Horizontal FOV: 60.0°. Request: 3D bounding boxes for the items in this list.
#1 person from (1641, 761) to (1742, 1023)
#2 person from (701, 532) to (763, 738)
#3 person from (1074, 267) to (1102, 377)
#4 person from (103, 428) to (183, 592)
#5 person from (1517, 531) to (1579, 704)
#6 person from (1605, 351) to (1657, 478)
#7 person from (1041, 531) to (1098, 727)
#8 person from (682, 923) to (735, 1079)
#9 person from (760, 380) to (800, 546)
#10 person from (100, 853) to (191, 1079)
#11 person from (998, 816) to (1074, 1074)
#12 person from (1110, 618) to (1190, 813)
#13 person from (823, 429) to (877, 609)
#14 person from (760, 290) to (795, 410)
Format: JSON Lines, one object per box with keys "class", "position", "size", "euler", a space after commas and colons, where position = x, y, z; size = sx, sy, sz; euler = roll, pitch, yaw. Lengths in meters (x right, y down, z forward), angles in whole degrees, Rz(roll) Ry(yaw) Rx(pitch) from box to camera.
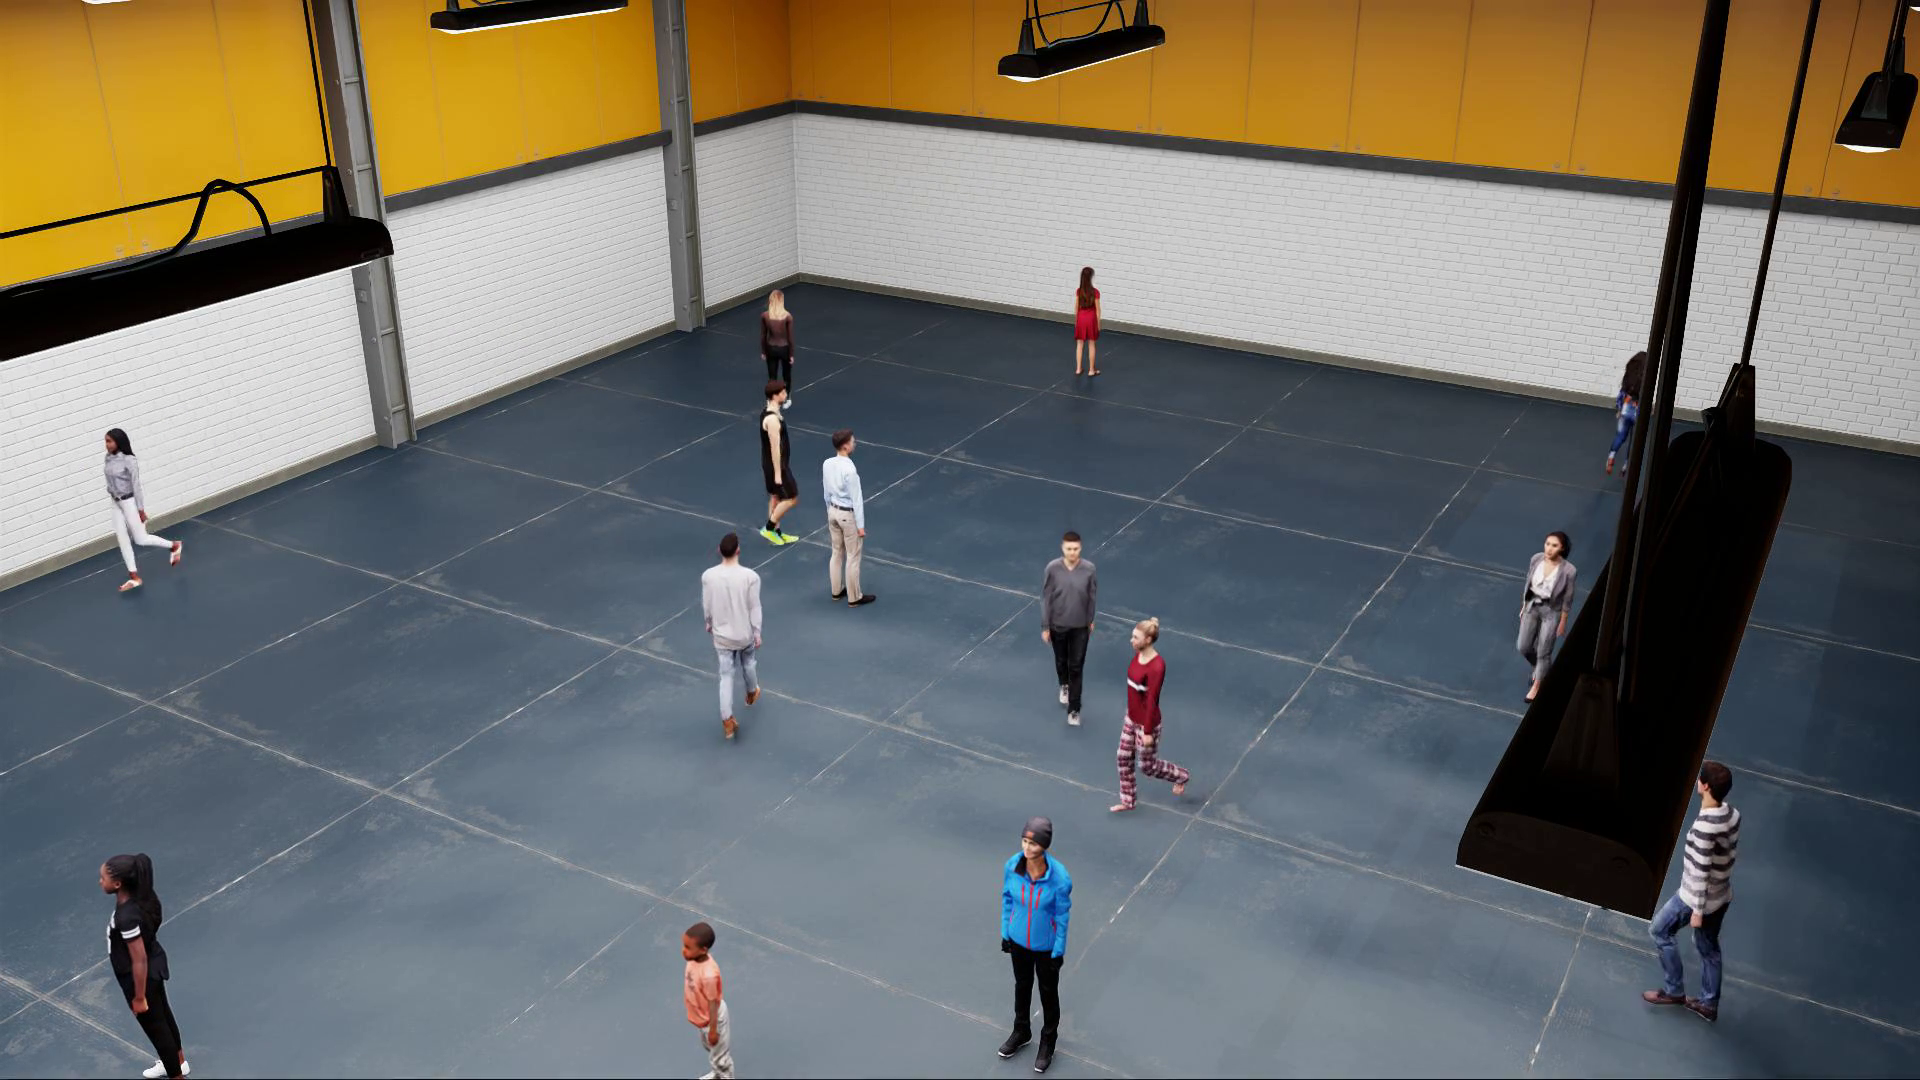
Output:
{"class": "person", "position": [4.924, 2.359, 10.815], "size": [0.778, 1.818, 0.854], "euler": [-20, 30, -38]}
{"class": "person", "position": [-1.972, 0.836, 14.329], "size": [0.999, 1.794, 1.244], "euler": [3, 24, 6]}
{"class": "person", "position": [1.812, -3.115, 23.671], "size": [0.550, 1.551, 0.610], "euler": [11, 26, 23]}
{"class": "person", "position": [-8.506, -0.350, 17.152], "size": [0.599, 1.707, 0.955], "euler": [13, 27, 27]}
{"class": "person", "position": [5.271, 0.665, 14.879], "size": [0.762, 1.668, 0.730], "euler": [-19, 30, -36]}
{"class": "person", "position": [7.980, -1.460, 19.819], "size": [0.747, 1.605, 0.952], "euler": [21, 31, 39]}
{"class": "person", "position": [0.954, 0.722, 14.688], "size": [0.965, 1.716, 1.197], "euler": [1, 24, 3]}
{"class": "person", "position": [-1.534, 2.899, 10.220], "size": [0.595, 1.305, 0.563], "euler": [-12, 27, -26]}
{"class": "person", "position": [-2.058, -0.804, 17.967], "size": [0.899, 1.885, 0.837], "euler": [-5, 24, -12]}
{"class": "person", "position": [-5.009, 2.674, 10.206], "size": [0.754, 1.729, 0.712], "euler": [-9, 25, -20]}
{"class": "person", "position": [0.478, 2.521, 10.470], "size": [0.612, 1.797, 0.509], "euler": [14, 27, 28]}
{"class": "person", "position": [1.520, 1.409, 13.171], "size": [1.012, 1.672, 0.907], "euler": [-10, 25, -21]}
{"class": "person", "position": [-1.149, -0.230, 16.703], "size": [0.703, 1.845, 0.674], "euler": [21, 31, 40]}
{"class": "person", "position": [-2.418, -2.439, 21.967], "size": [0.886, 1.679, 1.155], "euler": [3, 24, 7]}
